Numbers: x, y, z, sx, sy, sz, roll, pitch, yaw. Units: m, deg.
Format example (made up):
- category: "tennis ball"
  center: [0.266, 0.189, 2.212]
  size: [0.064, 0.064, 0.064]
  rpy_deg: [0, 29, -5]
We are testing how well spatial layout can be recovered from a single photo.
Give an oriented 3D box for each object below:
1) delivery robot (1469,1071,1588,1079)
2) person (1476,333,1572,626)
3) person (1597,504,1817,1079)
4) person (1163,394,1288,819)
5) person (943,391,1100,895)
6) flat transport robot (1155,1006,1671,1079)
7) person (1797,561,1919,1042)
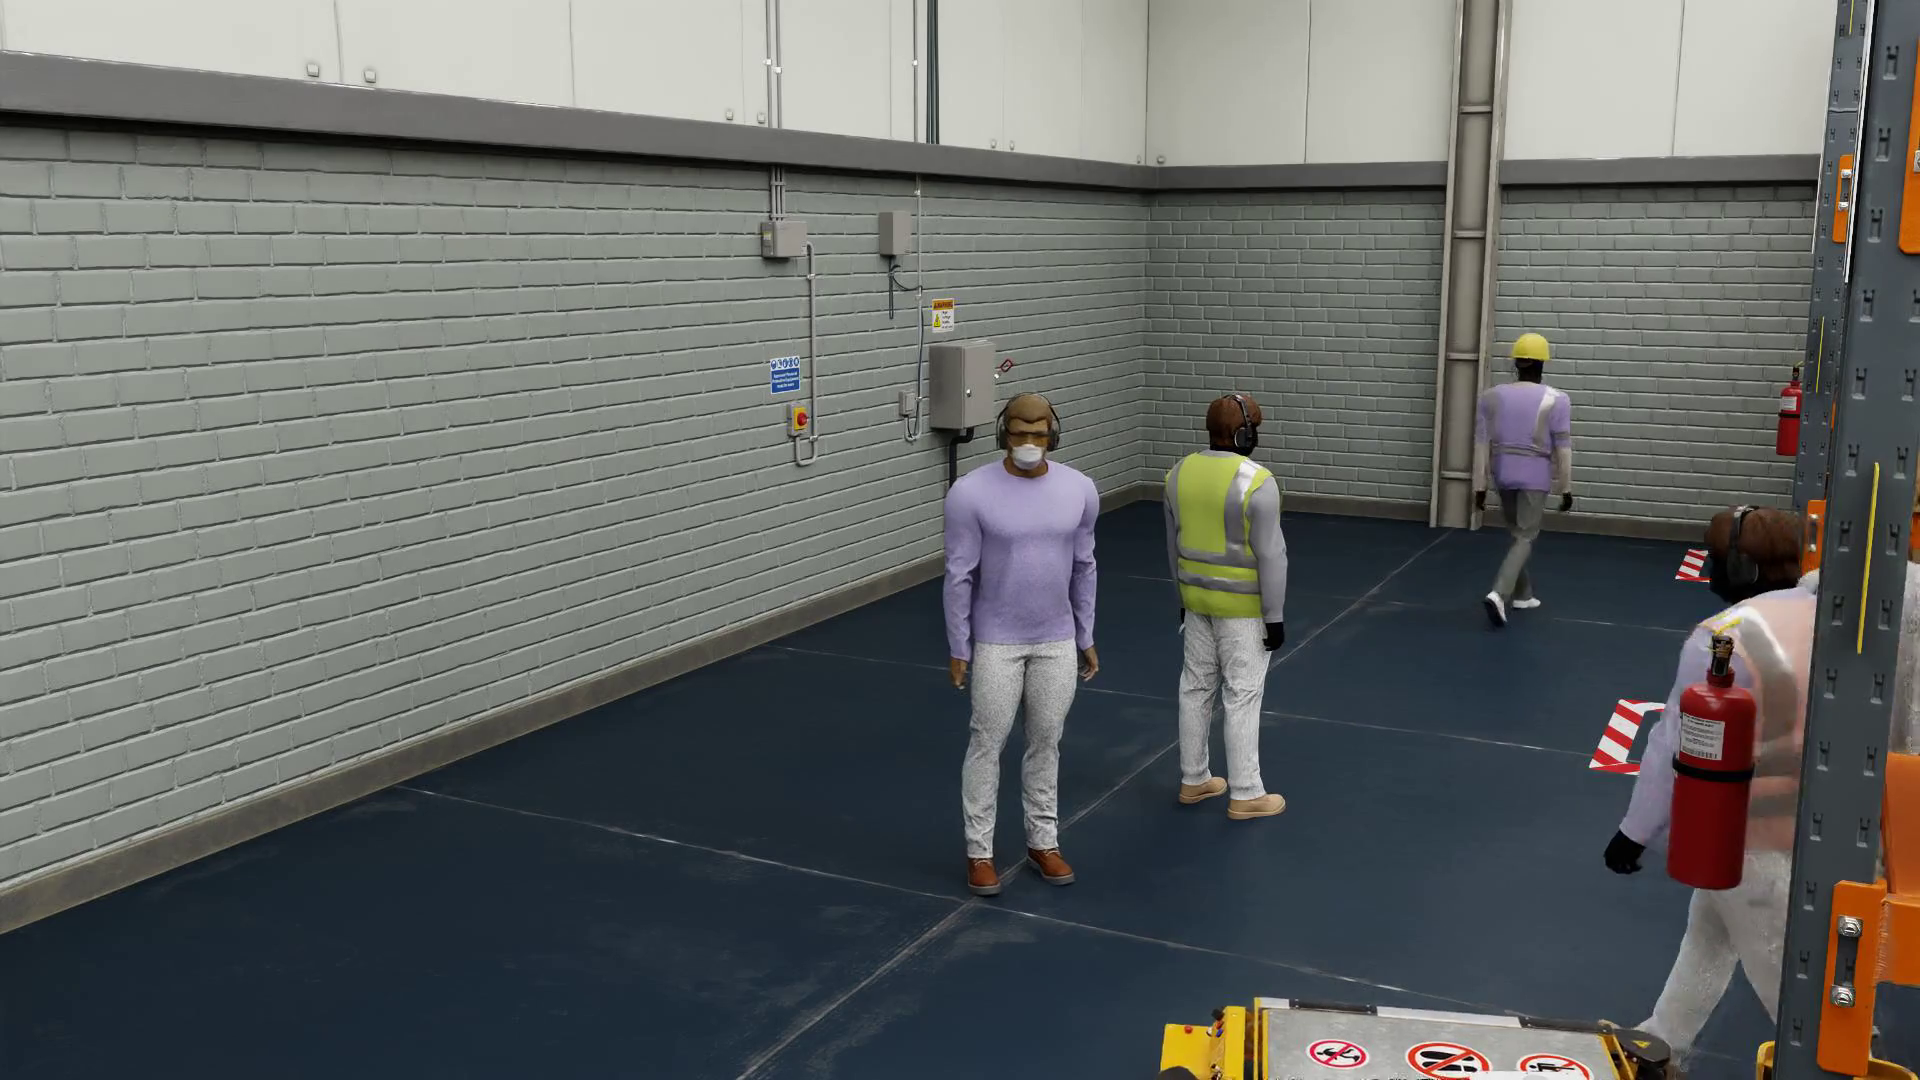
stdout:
- category: "delivery robot"
  center: [1.418, 1.500, 3.866]
  size: [0.477, 0.478, 0.707]
  rpy_deg: [0, 10, 1]
- category: "person"
  center: [3.657, -0.405, 10.878]
  size: [0.597, 1.899, 0.927]
  rpy_deg: [10, 14, 43]
- category: "person"
  center: [2.216, 0.809, 4.563]
  size: [0.668, 1.798, 0.975]
  rpy_deg: [-7, 12, -32]
- category: "person"
  center: [1.173, 0.285, 7.232]
  size: [0.429, 1.844, 0.627]
  rpy_deg: [-8, 13, -39]
- category: "person"
  center: [0.240, 0.392, 6.391]
  size: [0.633, 1.936, 0.353]
  rpy_deg: [-4, 11, -19]
- category: "flat transport robot"
  center: [1.276, 1.544, 4.652]
  size: [1.431, 0.197, 0.652]
  rpy_deg: [2, 11, 10]
- category: "person"
  center: [2.759, 0.684, 5.077]
  size: [0.536, 1.853, 0.578]
  rpy_deg: [0, 10, -1]
